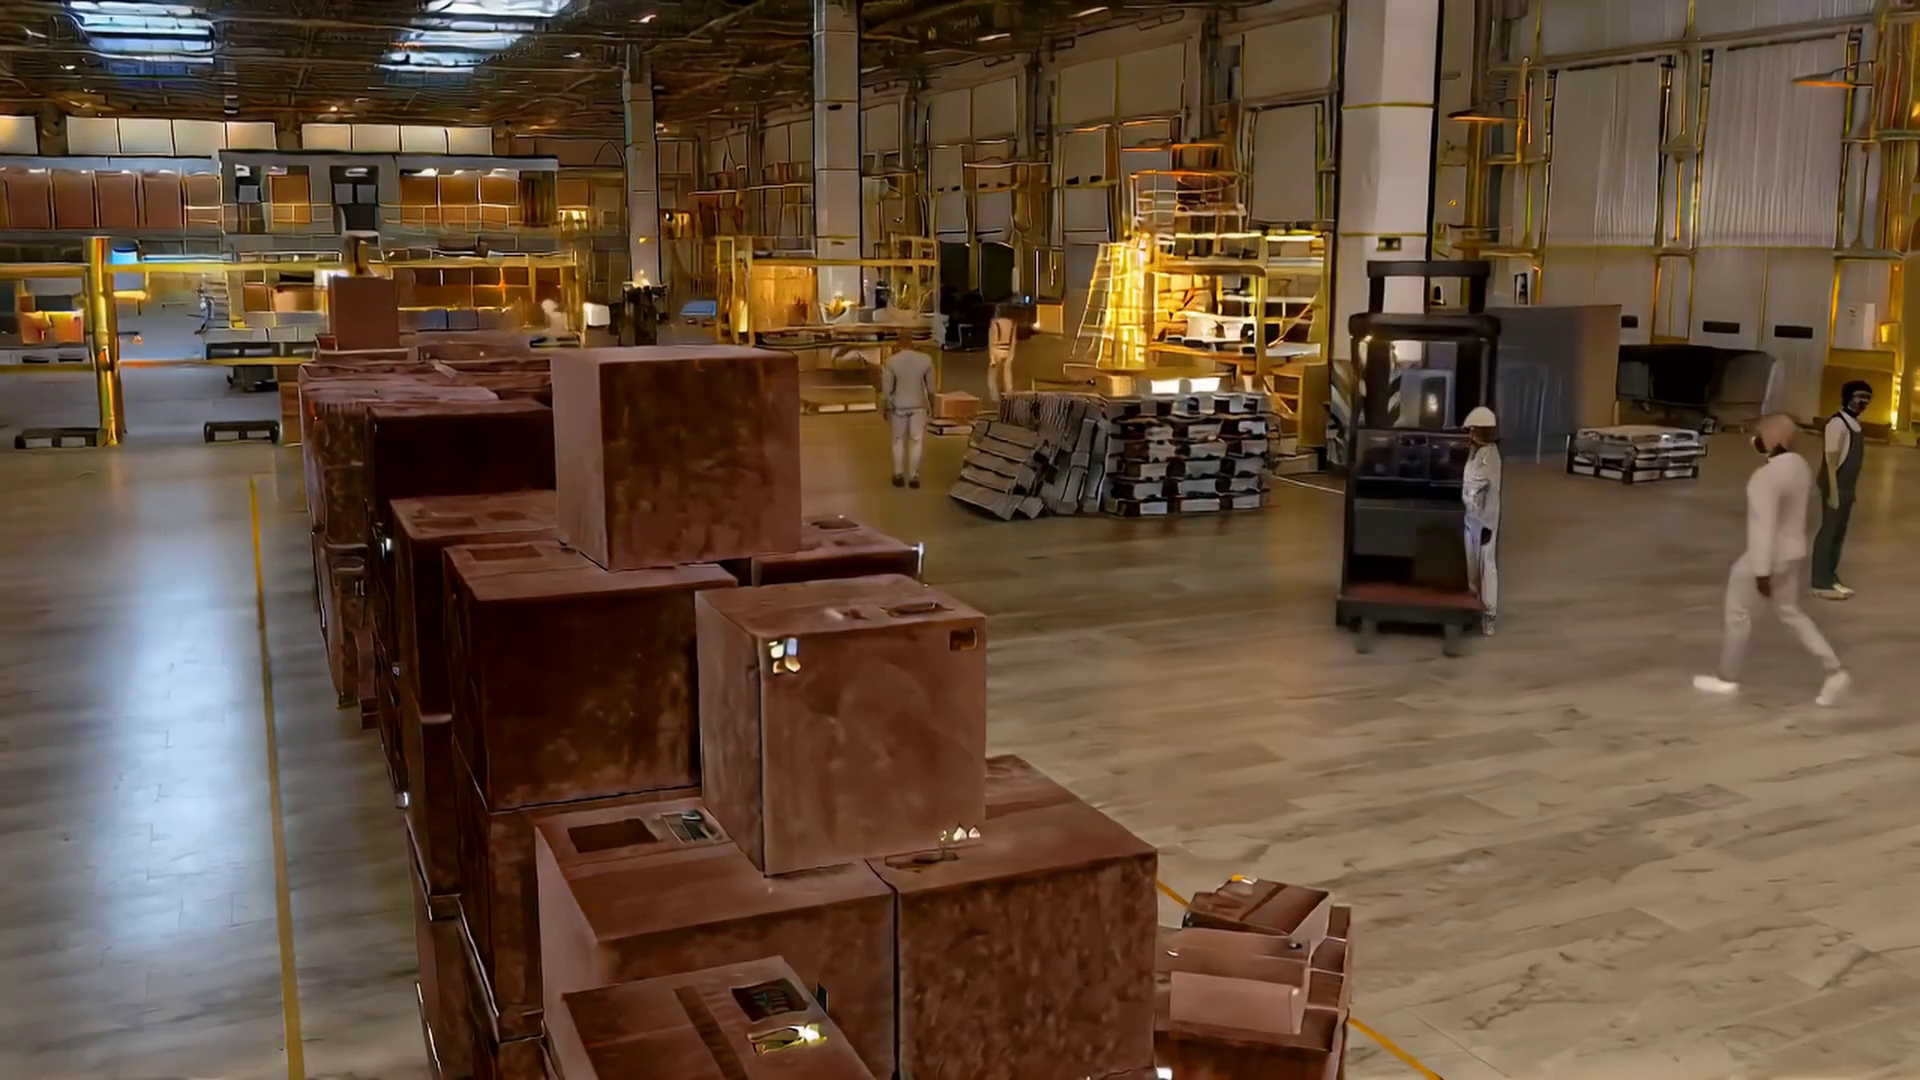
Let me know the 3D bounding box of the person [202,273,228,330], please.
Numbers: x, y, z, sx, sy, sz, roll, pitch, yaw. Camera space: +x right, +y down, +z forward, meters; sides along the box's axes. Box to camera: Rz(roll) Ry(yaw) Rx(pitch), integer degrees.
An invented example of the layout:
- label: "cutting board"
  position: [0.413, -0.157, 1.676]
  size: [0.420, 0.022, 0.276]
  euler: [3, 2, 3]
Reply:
- label: "person"
  position: [-24.570, -7.802, 54.447]
  size: [1.038, 1.893, 0.646]
  euler: [-10, 14, -44]

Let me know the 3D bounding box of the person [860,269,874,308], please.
- label: "person"
  position: [-3.411, -9.068, 61.505]
  size: [1.013, 1.847, 0.680]
  euler: [5, 11, 26]

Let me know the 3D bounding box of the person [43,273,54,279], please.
- label: "person"
  position: [-24.889, -6.271, 45.556]
  size: [0.608, 2.044, 0.377]
  euler: [0, 10, 0]

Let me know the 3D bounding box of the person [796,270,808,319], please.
- label: "person"
  position: [-5.867, -9.148, 61.981]
  size: [0.453, 1.830, 0.638]
  euler: [4, 11, 20]

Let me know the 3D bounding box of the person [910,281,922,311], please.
- label: "person"
  position: [-1.446, -7.802, 55.074]
  size: [0.864, 1.654, 0.533]
  euler: [-6, 12, -31]

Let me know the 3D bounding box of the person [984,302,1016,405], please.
- label: "person"
  position: [0.692, -3.318, 29.790]
  size: [0.606, 1.857, 0.735]
  euler: [-7, 12, -34]

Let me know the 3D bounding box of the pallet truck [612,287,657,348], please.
- label: "pallet truck"
  position: [-6.464, -4.406, 35.401]
  size: [0.823, 1.965, 1.885]
  euler: [6, 12, 32]

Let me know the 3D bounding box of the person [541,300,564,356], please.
- label: "person"
  position: [-8.008, -3.760, 32.353]
  size: [0.899, 1.800, 0.639]
  euler: [-9, 14, -41]

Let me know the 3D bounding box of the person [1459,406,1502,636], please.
- label: "person"
  position: [3.919, -0.142, 12.603]
  size: [0.318, 1.742, 0.492]
  euler: [0, 10, 0]

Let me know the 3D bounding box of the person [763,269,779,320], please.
- label: "person"
  position: [-6.946, -9.052, 61.203]
  size: [0.595, 1.925, 0.375]
  euler: [0, 10, -2]

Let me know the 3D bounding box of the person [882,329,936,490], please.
- label: "person"
  position: [-0.621, -1.581, 20.078]
  size: [0.659, 1.915, 0.784]
  euler: [-1, 10, -4]

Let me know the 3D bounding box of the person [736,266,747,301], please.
- label: "person"
  position: [-8.765, -9.944, 66.063]
  size: [0.602, 1.948, 0.386]
  euler: [1, 10, 3]

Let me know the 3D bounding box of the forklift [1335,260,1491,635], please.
- label: "forklift"
  position: [3.665, -0.829, 13.254]
  size: [1.129, 2.768, 1.873]
  euler: [3, 11, 16]

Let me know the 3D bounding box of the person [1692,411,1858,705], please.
- label: "person"
  position: [5.314, 0.121, 10.729]
  size: [0.638, 1.909, 0.916]
  euler: [-8, 13, -37]

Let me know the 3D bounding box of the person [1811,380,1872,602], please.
- label: "person"
  position: [7.344, -0.416, 13.852]
  size: [0.344, 1.839, 0.504]
  euler: [10, 14, 43]

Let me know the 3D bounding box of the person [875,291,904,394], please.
- label: "person"
  position: [-1.366, -3.780, 31.954]
  size: [0.621, 1.997, 0.372]
  euler: [6, 12, 29]
